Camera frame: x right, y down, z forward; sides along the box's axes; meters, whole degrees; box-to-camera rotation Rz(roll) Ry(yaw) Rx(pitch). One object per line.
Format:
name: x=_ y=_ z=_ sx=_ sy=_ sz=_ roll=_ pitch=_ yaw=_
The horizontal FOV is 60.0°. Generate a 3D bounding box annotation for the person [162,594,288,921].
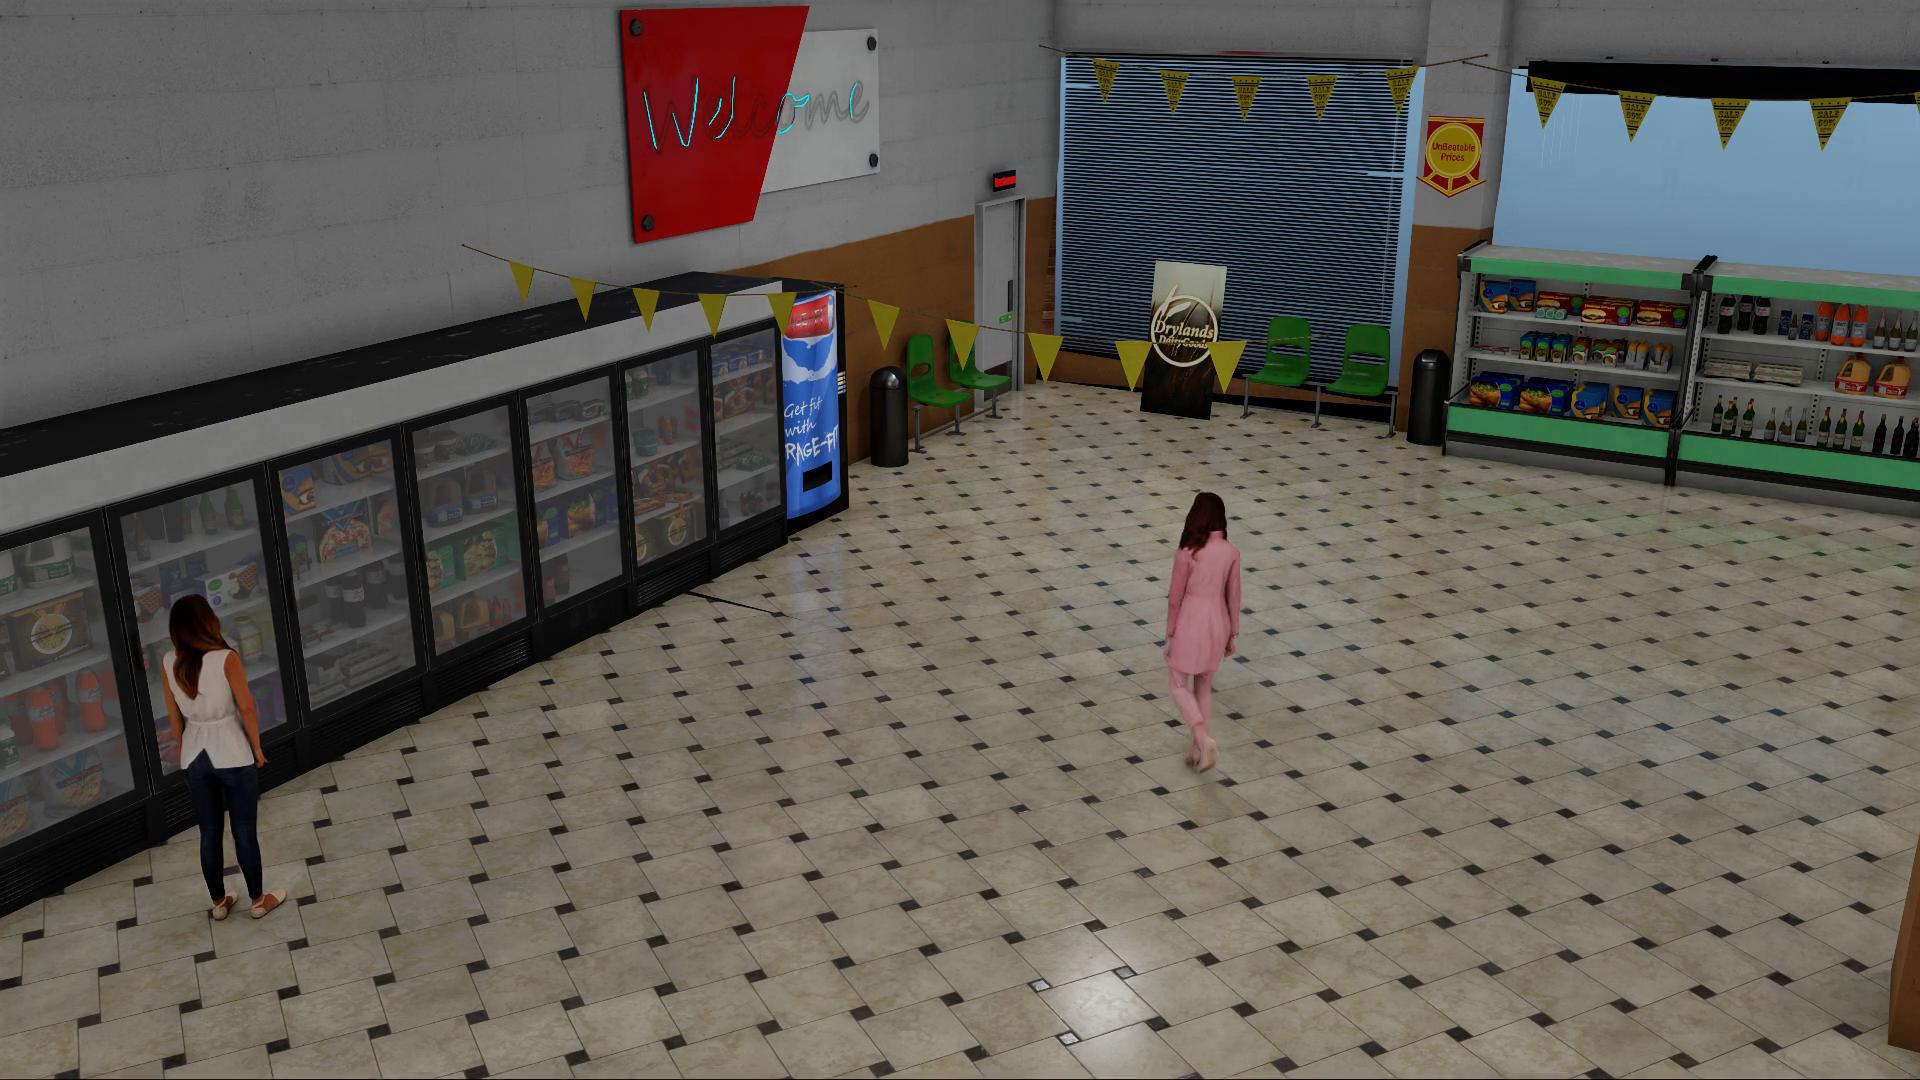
person: x=-3.786 y=1.115 z=8.475 sx=0.625 sy=1.786 sz=0.728 roll=0 pitch=19 yaw=1

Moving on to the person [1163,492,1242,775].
person: x=1.460 y=0.620 z=9.944 sx=0.892 sy=1.784 sz=0.954 roll=-5 pitch=19 yaw=-14
